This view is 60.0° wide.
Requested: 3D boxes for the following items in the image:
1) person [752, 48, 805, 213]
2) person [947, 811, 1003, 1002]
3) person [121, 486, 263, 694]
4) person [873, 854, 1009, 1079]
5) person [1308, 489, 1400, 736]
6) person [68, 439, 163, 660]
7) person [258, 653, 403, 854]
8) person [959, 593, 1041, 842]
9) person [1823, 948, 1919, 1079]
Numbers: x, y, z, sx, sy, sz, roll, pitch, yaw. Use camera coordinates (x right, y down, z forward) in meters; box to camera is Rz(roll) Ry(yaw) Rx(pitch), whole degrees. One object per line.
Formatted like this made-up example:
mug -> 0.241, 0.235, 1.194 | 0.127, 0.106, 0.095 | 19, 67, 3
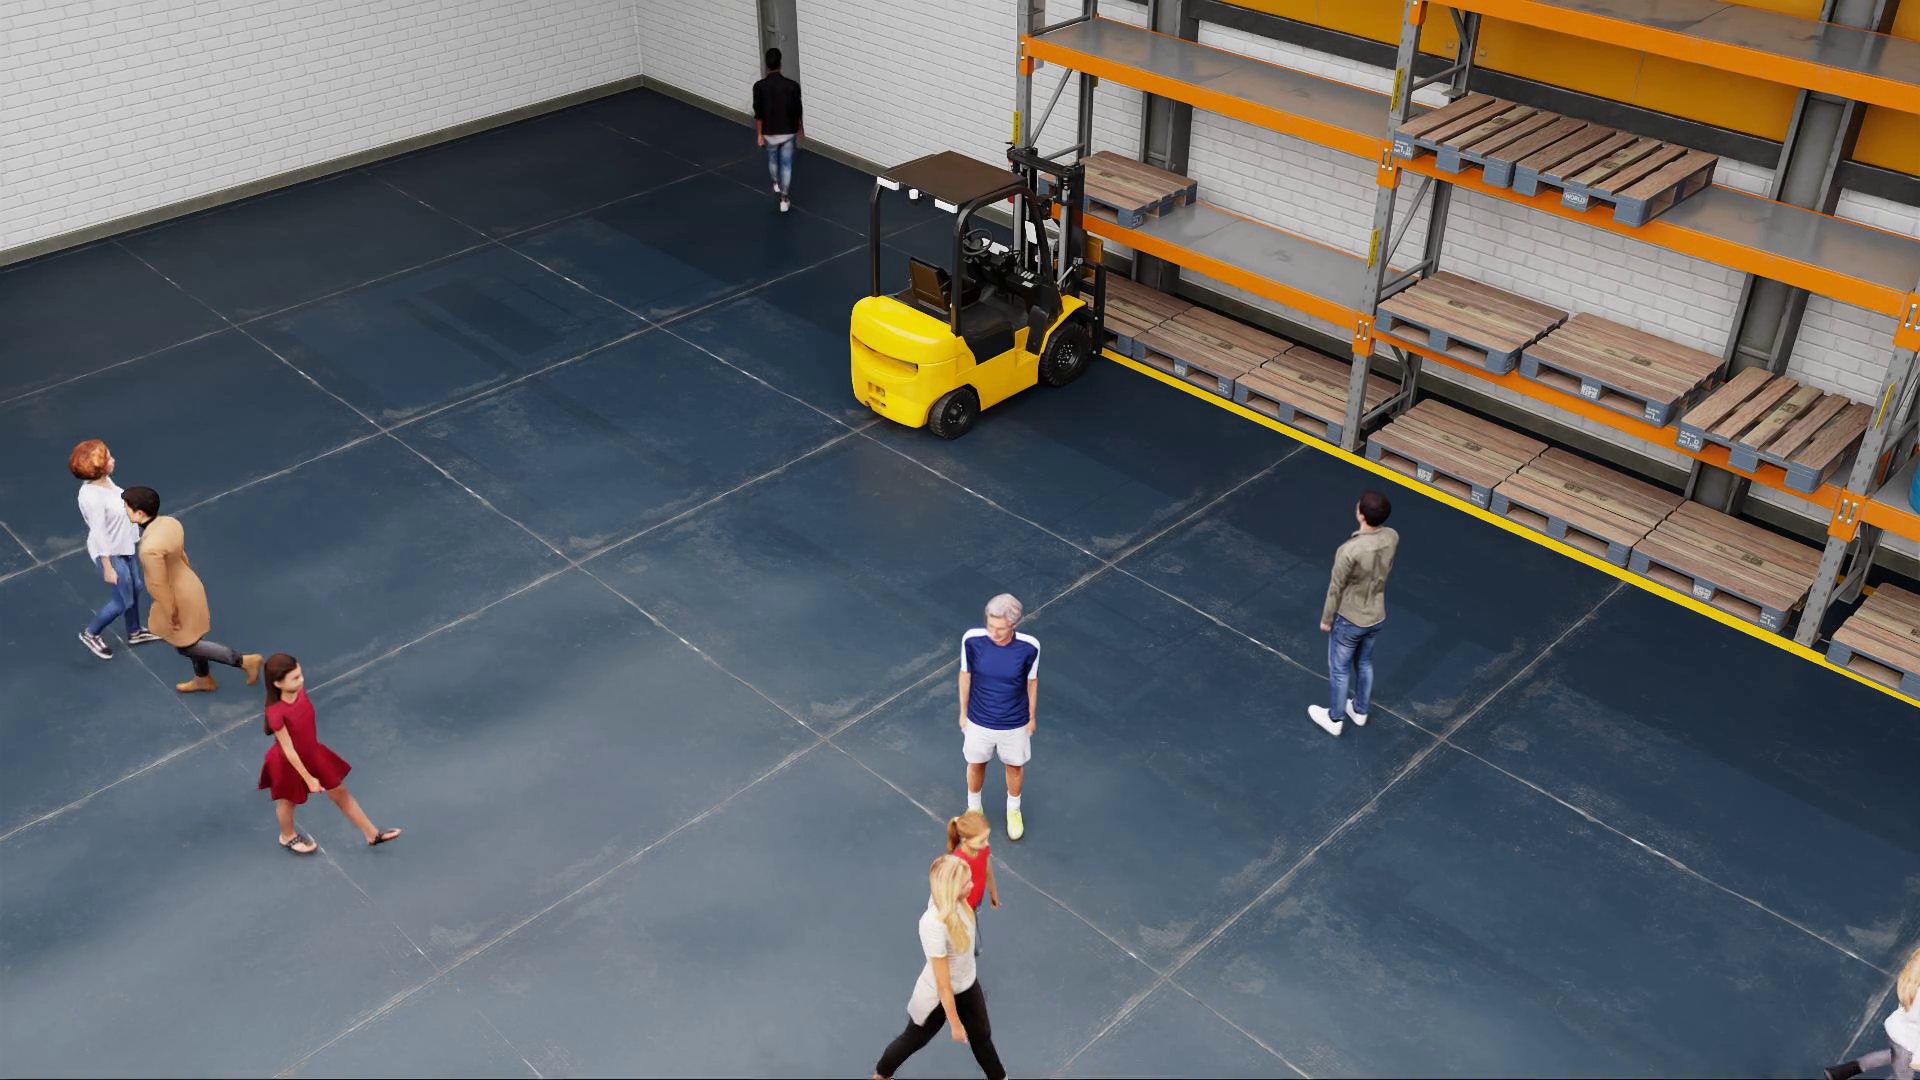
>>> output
person -> -2.043, -4.586, 18.773 | 1.129, 1.777, 1.170 | 2, 34, 3
person -> -0.026, 1.997, 9.300 | 0.600, 1.300, 0.560 | 20, 39, 28
person -> -5.256, 0.378, 11.370 | 1.018, 1.704, 0.992 | -3, 34, -5
person -> -0.177, 2.285, 8.438 | 1.258, 1.774, 1.068 | 7, 34, 10
person -> 2.648, 0.498, 11.045 | 0.738, 1.864, 0.660 | -20, 38, -27
person -> -6.113, 0.076, 11.833 | 0.929, 1.693, 0.893 | -5, 34, -7
person -> -4.093, 1.336, 10.105 | 1.088, 1.509, 0.890 | 7, 34, 11
person -> 0.231, 1.064, 10.222 | 0.697, 1.832, 0.781 | 4, 34, 5
person -> 4.787, 2.531, 8.523 | 0.768, 1.270, 0.662 | 9, 35, 13
